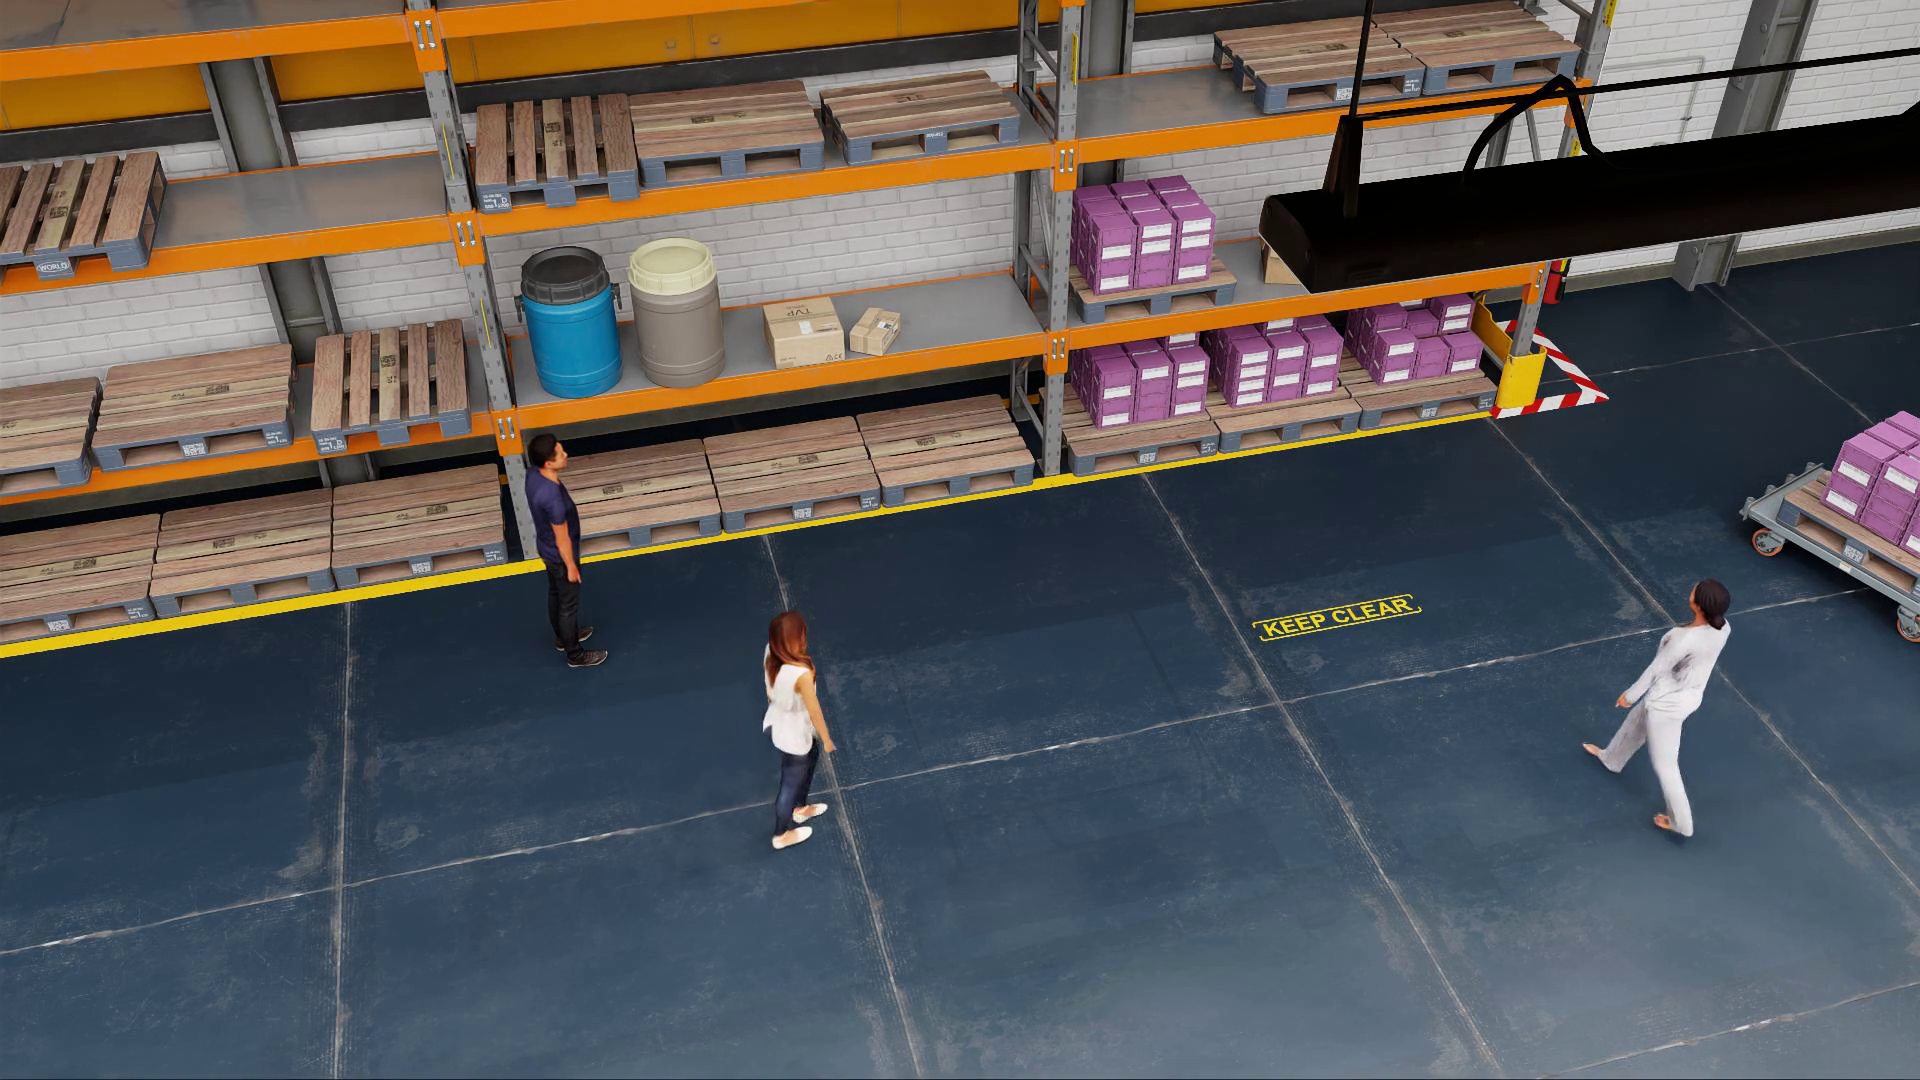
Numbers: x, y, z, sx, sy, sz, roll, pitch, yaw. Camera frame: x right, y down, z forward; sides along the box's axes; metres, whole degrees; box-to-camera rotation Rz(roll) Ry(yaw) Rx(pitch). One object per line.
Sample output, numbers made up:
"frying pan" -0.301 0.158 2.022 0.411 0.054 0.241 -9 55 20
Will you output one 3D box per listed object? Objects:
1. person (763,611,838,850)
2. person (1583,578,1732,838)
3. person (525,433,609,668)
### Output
"person" -1.050 1.138 9.563 0.758 1.770 0.716 -22 44 -25
"person" 4.249 0.996 9.789 1.146 1.709 0.958 -24 44 -27
"person" -2.633 0.059 10.897 0.595 1.792 0.683 -18 42 -22
